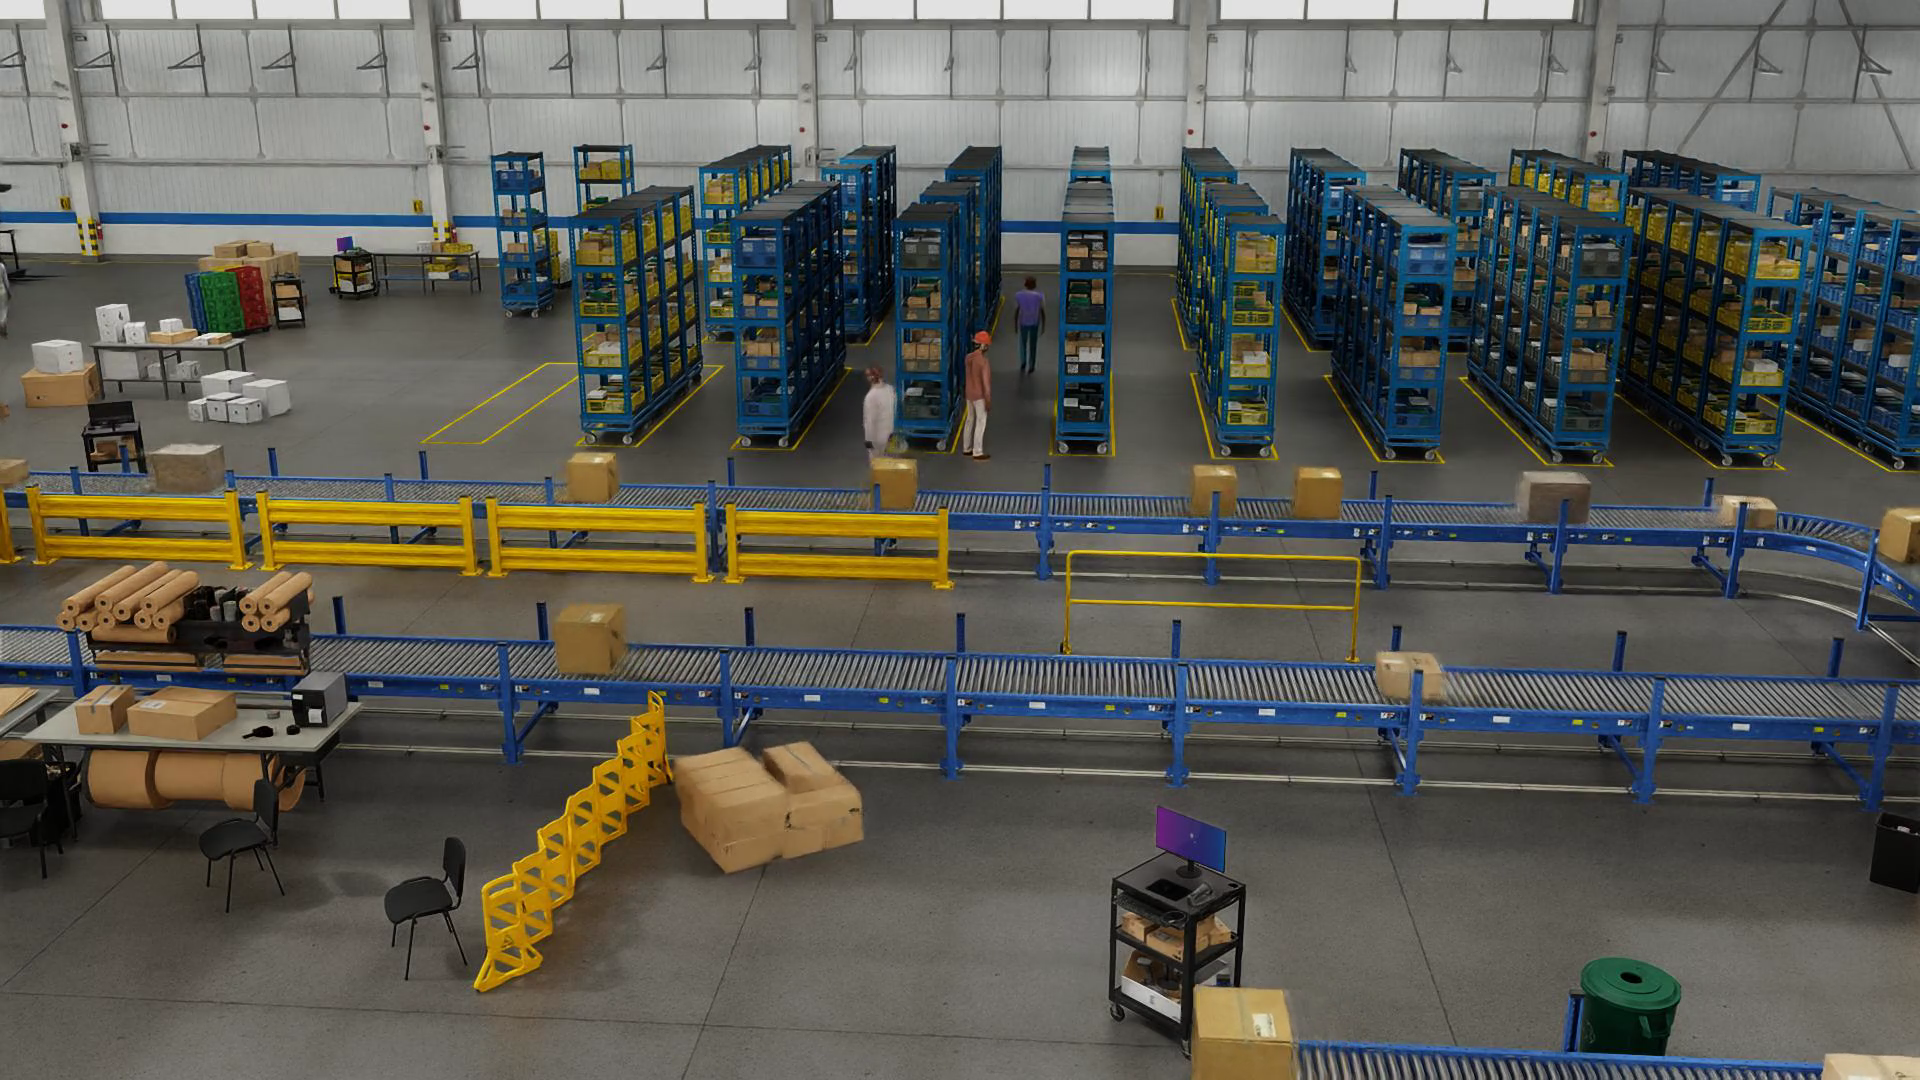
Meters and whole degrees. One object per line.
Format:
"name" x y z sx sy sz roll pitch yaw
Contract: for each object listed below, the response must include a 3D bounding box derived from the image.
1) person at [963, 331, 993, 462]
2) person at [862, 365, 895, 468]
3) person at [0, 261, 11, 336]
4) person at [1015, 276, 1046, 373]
"person" 0.296 -2.191 25.273 0.406 1.983 0.618 -11 20 -31
"person" -1.173 -1.502 23.217 0.415 1.898 0.663 9 19 25
"person" -20.310 -5.214 34.942 0.620 1.931 0.604 -7 19 -22
"person" 1.335 -4.106 31.602 0.590 1.822 0.543 2 18 6
